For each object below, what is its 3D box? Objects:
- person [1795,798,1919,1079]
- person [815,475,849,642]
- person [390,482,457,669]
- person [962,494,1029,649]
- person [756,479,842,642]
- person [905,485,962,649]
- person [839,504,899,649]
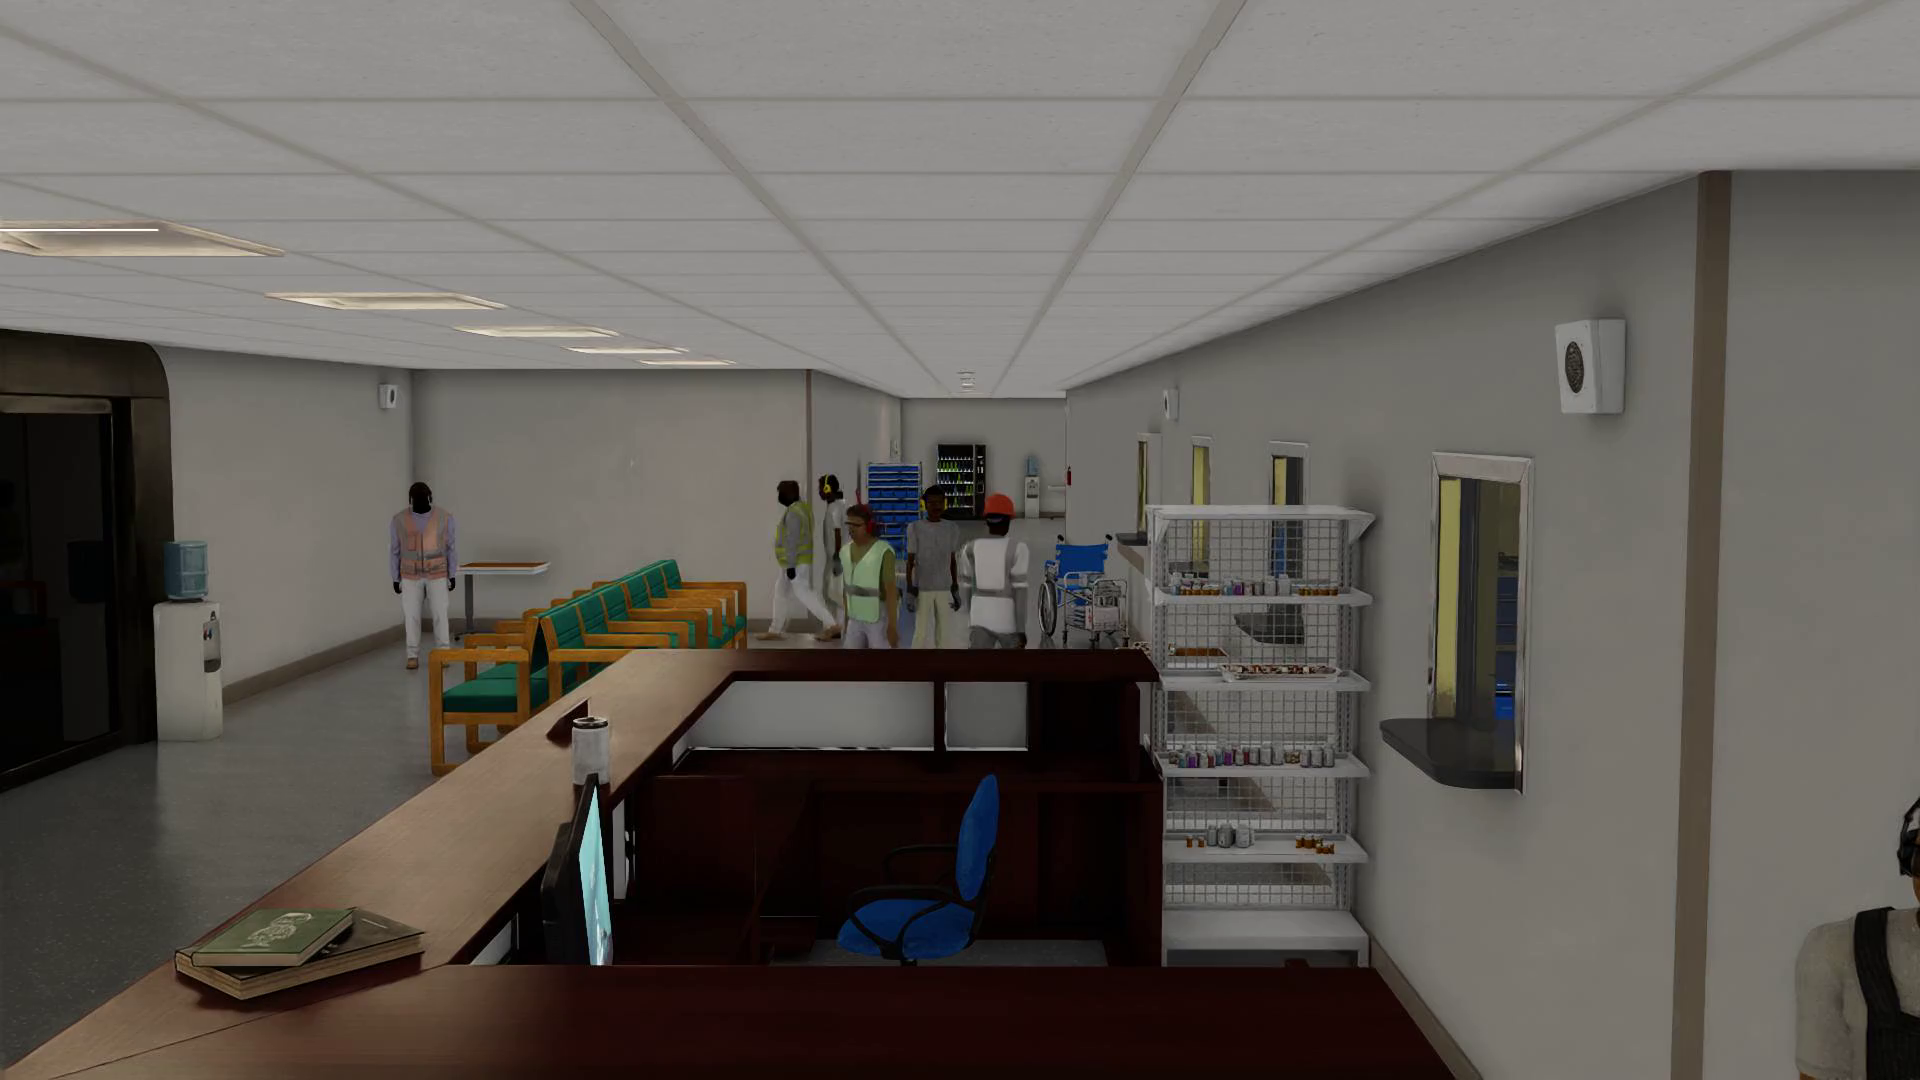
[{"bbox_3d":[1.719,1.293,2.898,0.505,1.842,0.346,2,4,21],"label":"person"},{"bbox_3d":[-1.323,0.203,18.217,0.486,1.838,0.622,-2,5,-26],"label":"person"},{"bbox_3d":[-5.241,0.350,16.252,0.629,1.837,0.429,-1,4,-13],"label":"person"},{"bbox_3d":[0.306,0.597,12.438,0.557,1.872,1.012,2,4,23],"label":"person"},{"bbox_3d":[-1.746,0.230,18.201,0.932,1.801,0.630,0,4,0],"label":"person"},{"bbox_3d":[-0.232,0.448,14.594,0.535,1.868,0.309,-2,5,-26],"label":"person"},{"bbox_3d":[-0.625,0.615,12.716,0.793,1.808,0.598,-4,6,-45],"label":"person"}]
